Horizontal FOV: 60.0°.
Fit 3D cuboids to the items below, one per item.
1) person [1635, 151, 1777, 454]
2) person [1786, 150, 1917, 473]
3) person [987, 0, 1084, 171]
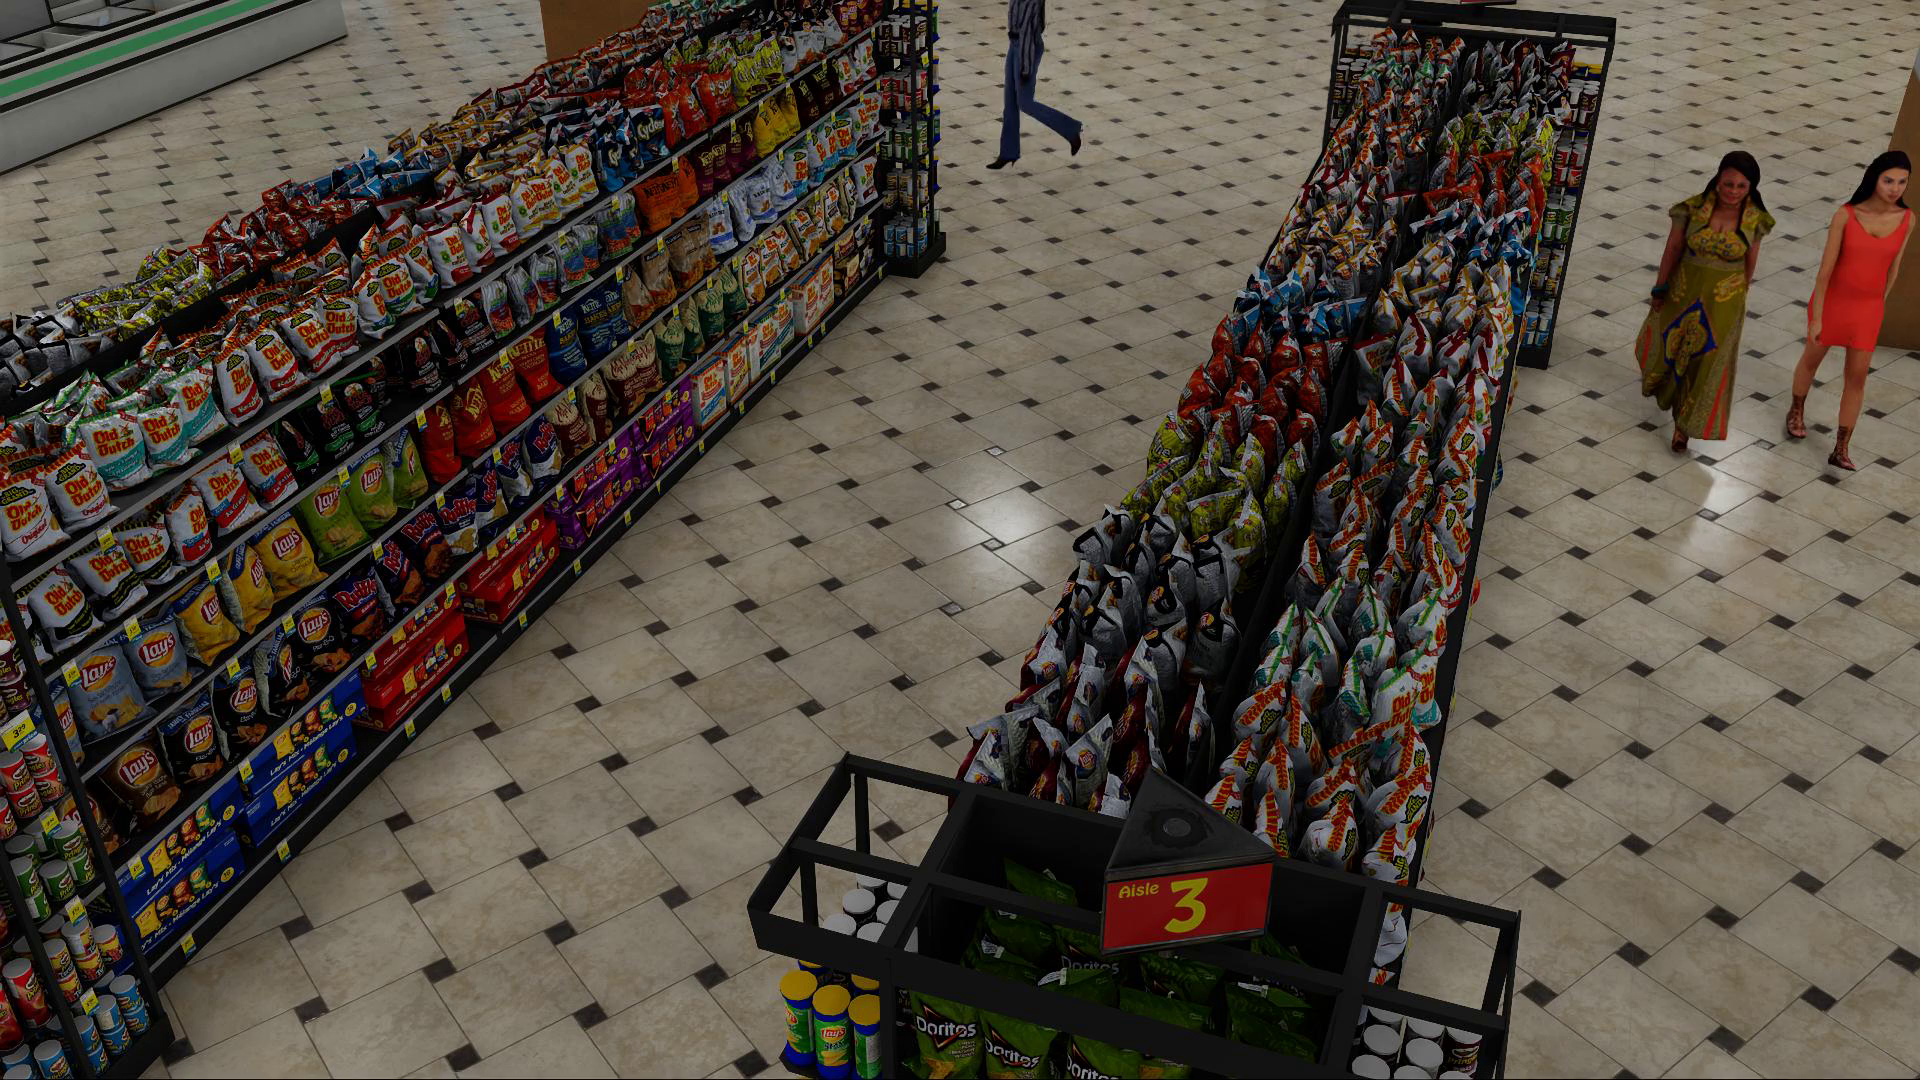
[{"bbox_3d":[4.088,-1.371,9.193,0.691,1.626,1.100,10,33,16],"label":"person"},{"bbox_3d":[4.759,-1.284,9.000,0.692,1.683,1.037,6,32,10],"label":"person"},{"bbox_3d":[0.588,-3.688,12.781,0.996,1.771,1.045,-5,32,-7],"label":"person"}]
